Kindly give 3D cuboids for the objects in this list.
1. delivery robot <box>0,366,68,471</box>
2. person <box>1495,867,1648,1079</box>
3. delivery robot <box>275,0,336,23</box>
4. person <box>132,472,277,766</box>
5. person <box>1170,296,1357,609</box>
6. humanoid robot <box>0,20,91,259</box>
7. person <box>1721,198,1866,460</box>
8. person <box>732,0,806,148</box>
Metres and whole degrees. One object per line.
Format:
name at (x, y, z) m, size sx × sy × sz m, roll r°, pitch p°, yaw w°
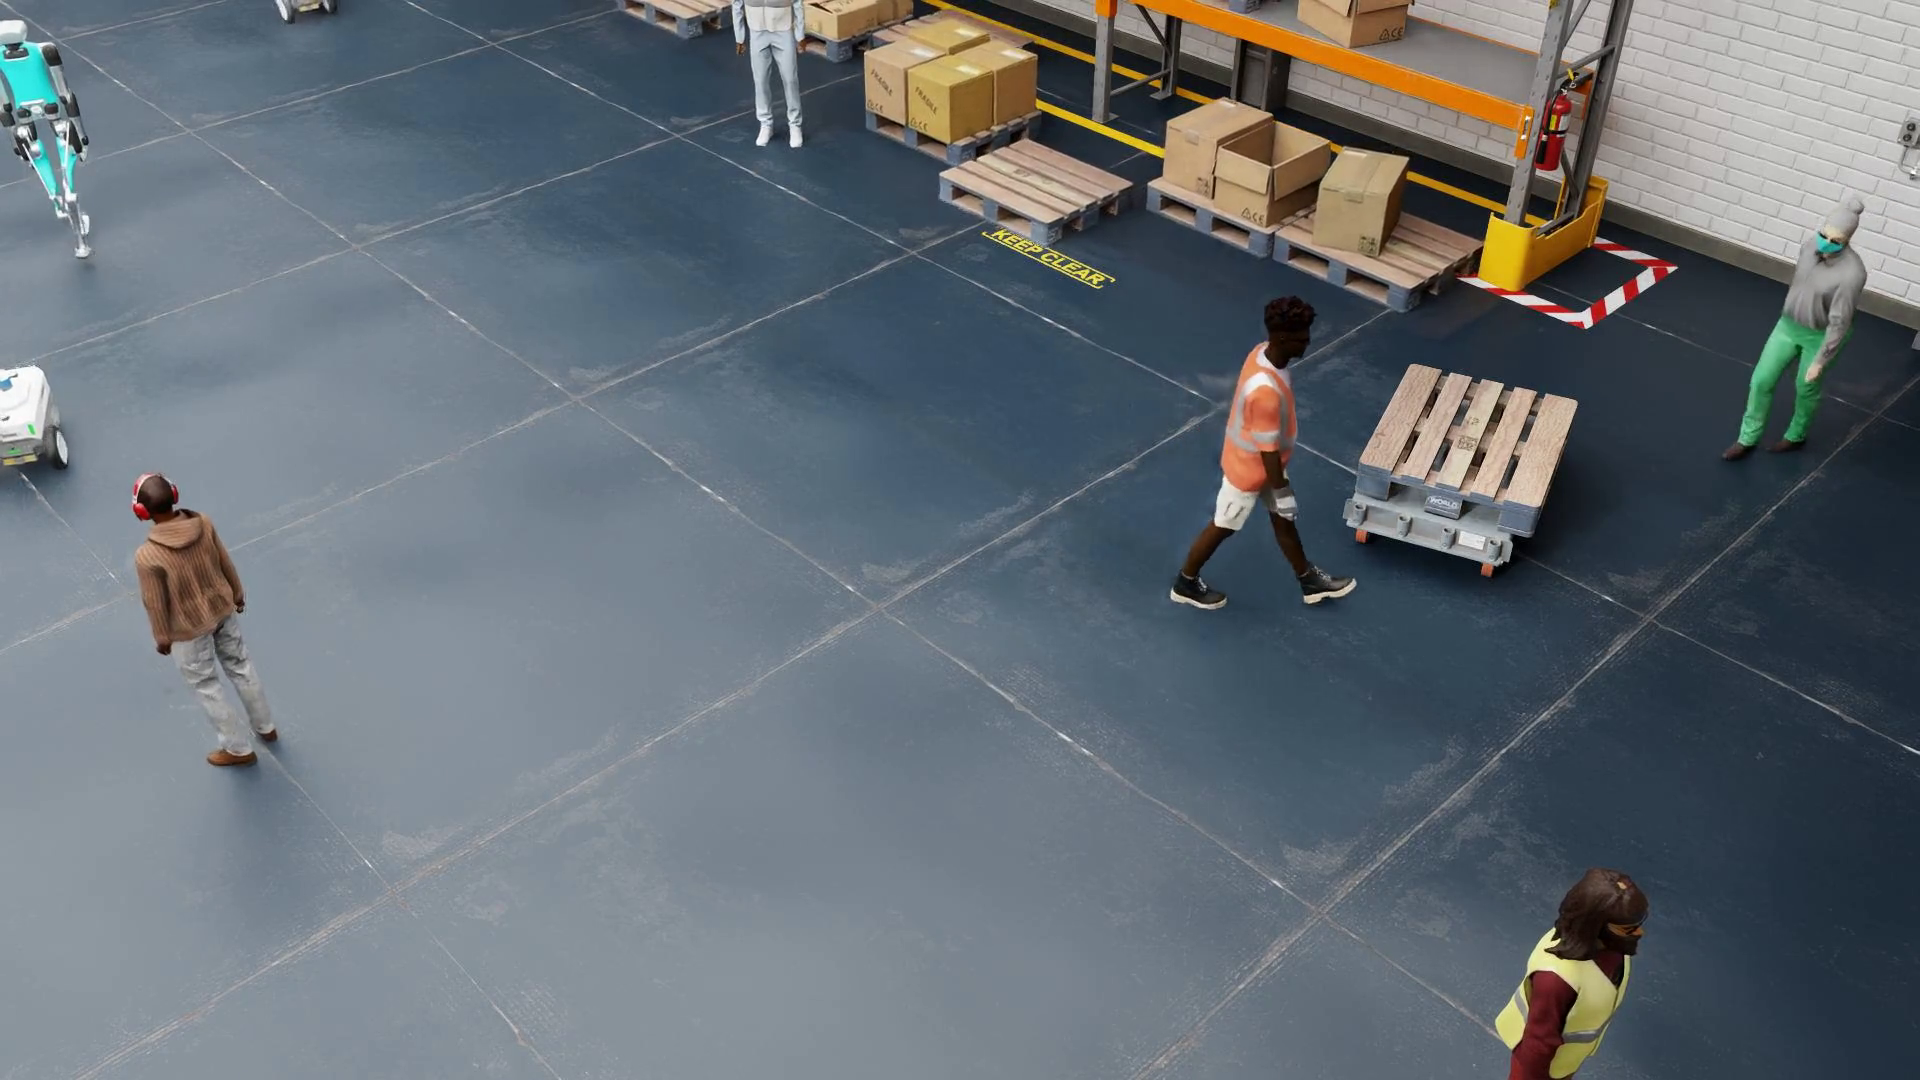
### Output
delivery robot at (-5.838, -0.752, 10.279) m, size 0.499 × 0.579 × 0.767 m, roll -12°, pitch 39°, yaw -15°
person at (2.103, 1.799, 5.909) m, size 0.377 × 1.768 × 0.466 m, roll 29°, pitch 46°, yaw 33°
delivery robot at (-6.628, -5.534, 16.617) m, size 0.499 × 0.589 × 0.791 m, roll -24°, pitch 43°, yaw -28°
person at (-3.585, 0.378, 7.895) m, size 0.311 × 1.643 × 0.476 m, roll 14°, pitch 39°, yaw 18°
person at (1.642, -0.394, 8.691) m, size 1.011 × 1.912 × 0.612 m, roll 10°, pitch 38°, yaw 13°
humanoid robot at (-6.629, -2.810, 12.069) m, size 0.545 × 1.753 × 1.032 m, roll -12°, pitch 39°, yaw -15°
person at (5.040, -1.227, 9.881) m, size 0.735 × 1.801 × 0.539 m, roll -16°, pitch 40°, yaw -21°
person at (-1.567, -4.203, 13.741) m, size 0.600 × 1.907 × 0.398 m, roll 1°, pitch 37°, yaw 2°
